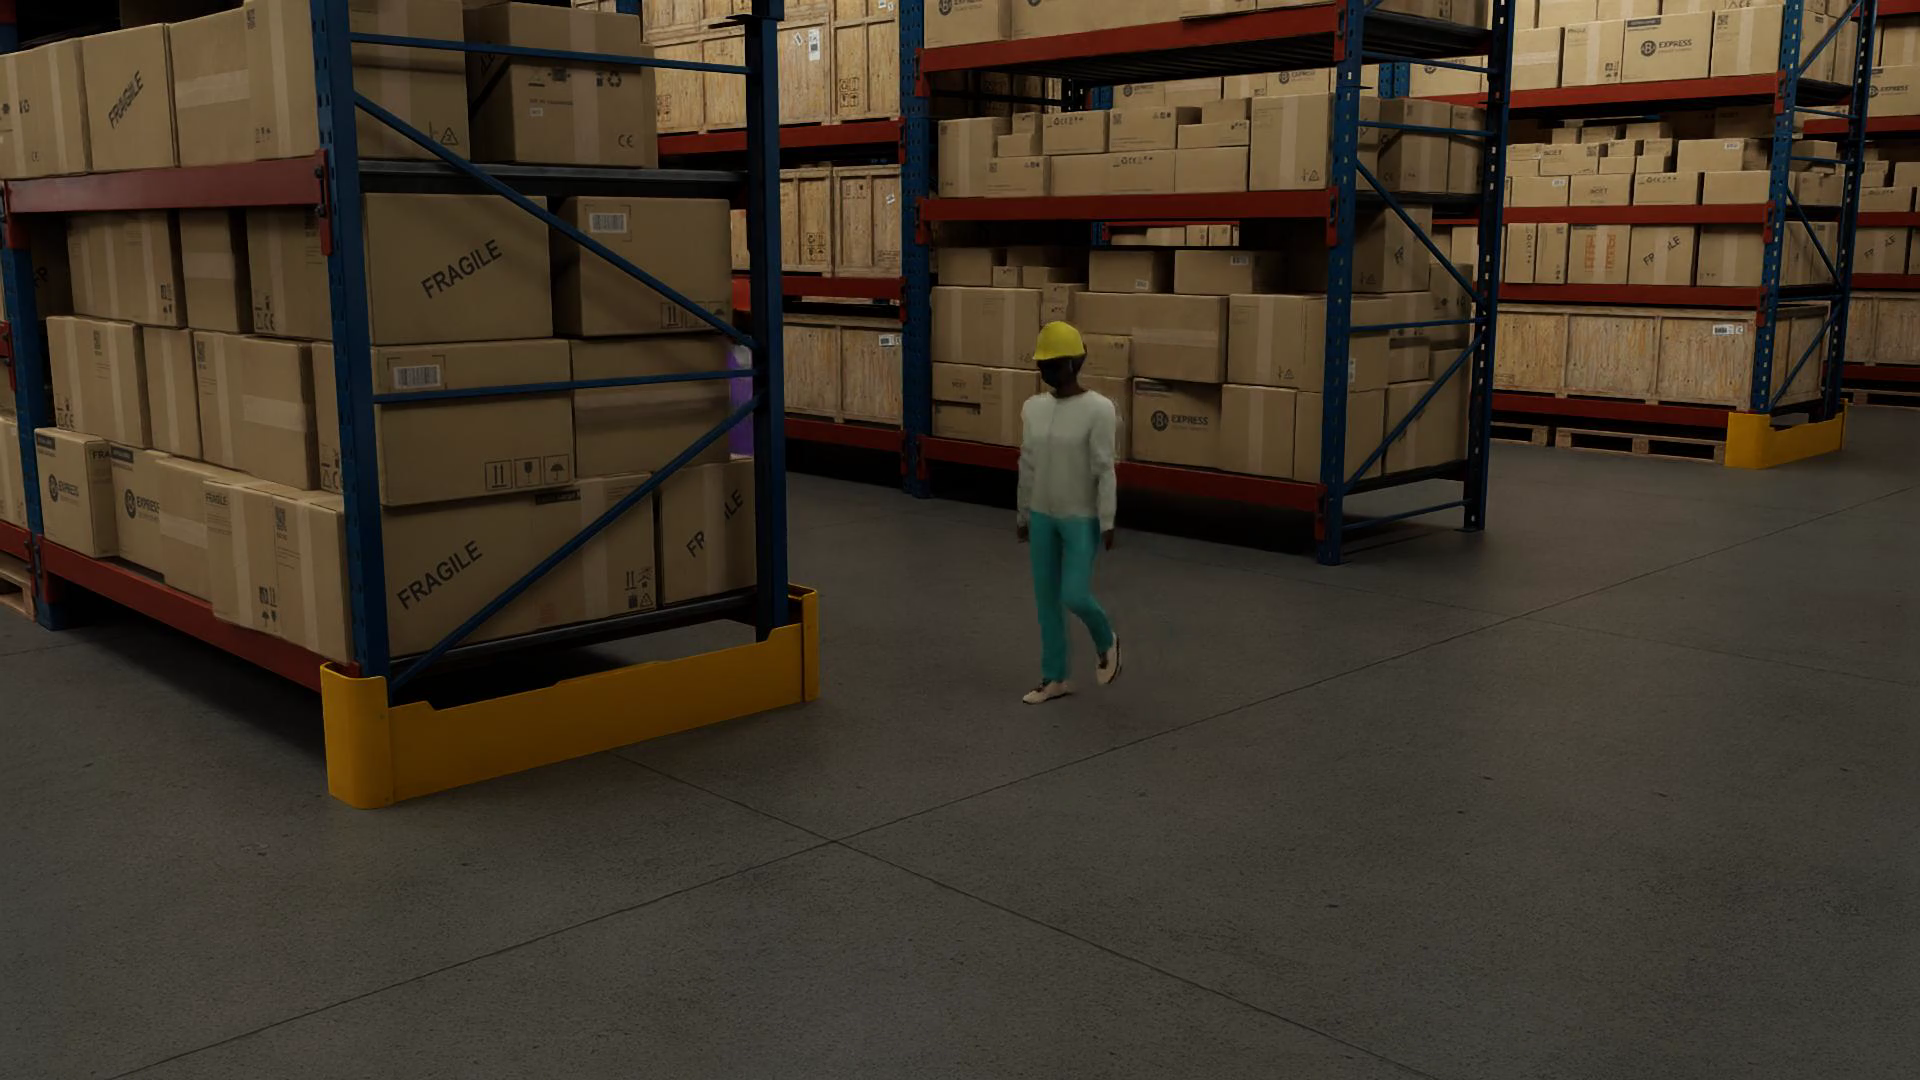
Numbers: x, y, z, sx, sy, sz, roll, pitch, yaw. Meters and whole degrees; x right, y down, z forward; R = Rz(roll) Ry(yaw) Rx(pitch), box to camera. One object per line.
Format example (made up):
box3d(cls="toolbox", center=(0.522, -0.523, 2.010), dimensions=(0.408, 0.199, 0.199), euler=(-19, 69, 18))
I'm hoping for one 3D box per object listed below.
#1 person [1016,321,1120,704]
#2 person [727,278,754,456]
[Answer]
box3d(cls="person", center=(0.499, -0.121, 7.584), dimensions=(0.538, 1.748, 0.444), euler=(9, 14, 41))
box3d(cls="person", center=(-1.284, -0.534, 9.461), dimensions=(0.551, 1.911, 0.943), euler=(-7, 13, -35))
